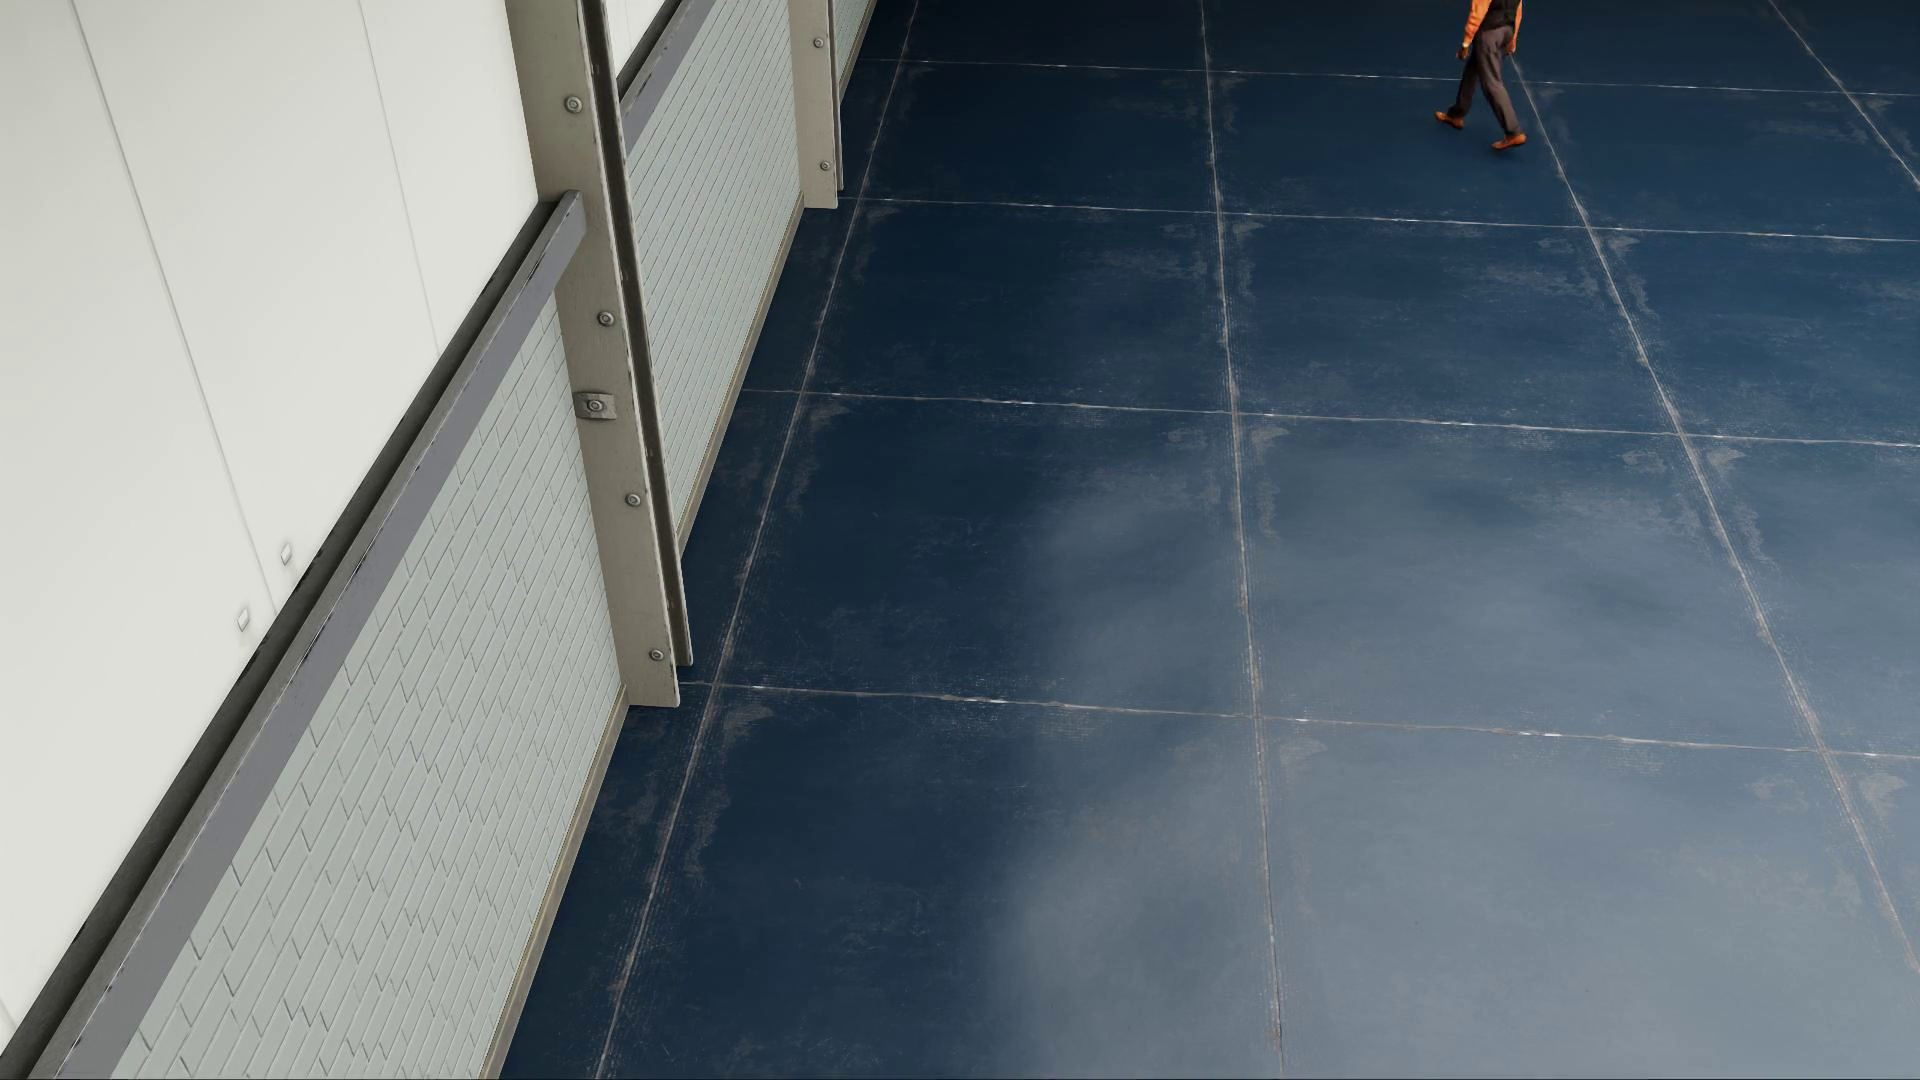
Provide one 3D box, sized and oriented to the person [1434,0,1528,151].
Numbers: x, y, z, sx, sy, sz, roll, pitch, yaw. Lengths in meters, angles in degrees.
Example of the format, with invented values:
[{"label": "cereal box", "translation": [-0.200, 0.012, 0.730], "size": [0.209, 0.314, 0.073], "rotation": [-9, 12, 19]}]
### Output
[{"label": "person", "translation": [4.641, -4.255, 14.239], "size": [1.239, 1.865, 1.324], "rotation": [-27, 46, -30]}]
